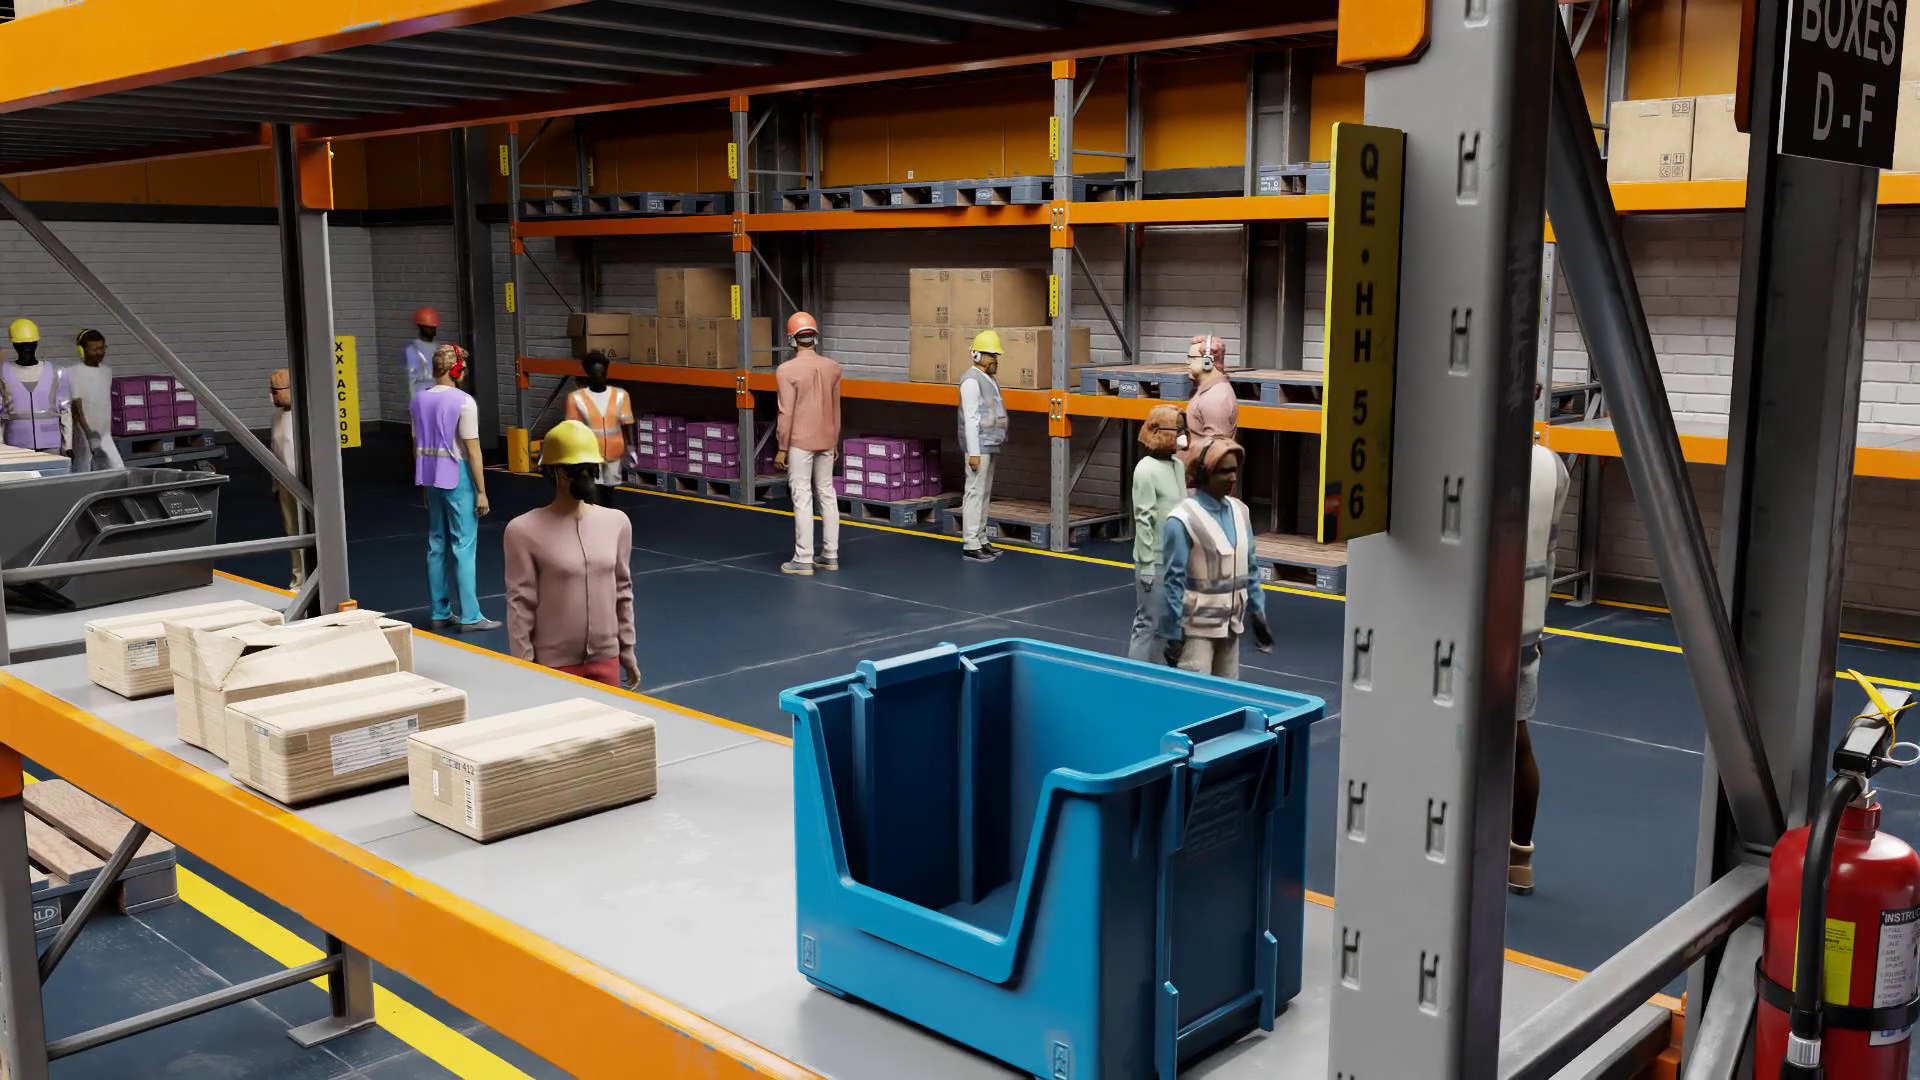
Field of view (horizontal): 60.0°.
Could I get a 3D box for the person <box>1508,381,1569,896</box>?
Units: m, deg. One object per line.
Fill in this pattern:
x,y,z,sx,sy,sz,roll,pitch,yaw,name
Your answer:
1.908,0.322,6.035,0.616,2.039,0.389,-8,12,-40,person

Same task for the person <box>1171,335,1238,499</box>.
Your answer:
1.520,-0.323,10.406,0.408,1.909,0.642,1,9,6,person

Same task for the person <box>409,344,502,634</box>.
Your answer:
-3.243,-0.318,10.576,0.563,1.839,0.389,5,11,30,person

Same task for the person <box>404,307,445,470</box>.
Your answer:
-5.554,-1.472,17.385,0.556,1.925,0.570,4,10,25,person

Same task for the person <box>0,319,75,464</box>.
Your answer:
-7.269,-0.765,13.046,0.587,1.928,0.363,-6,11,-35,person

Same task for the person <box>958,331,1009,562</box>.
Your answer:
0.190,-0.748,13.246,0.403,1.827,0.598,2,10,15,person

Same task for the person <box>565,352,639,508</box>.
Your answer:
-2.893,-0.691,13.440,0.537,1.637,0.919,-5,11,-28,person

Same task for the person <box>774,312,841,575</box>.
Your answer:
-1.167,-0.730,12.646,0.399,1.987,0.612,9,13,44,person

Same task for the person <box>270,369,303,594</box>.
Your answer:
-4.573,-0.358,11.455,0.503,1.631,0.283,7,11,35,person

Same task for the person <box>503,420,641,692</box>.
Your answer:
-1.415,0.443,6.128,0.523,1.772,0.302,-9,13,-43,person

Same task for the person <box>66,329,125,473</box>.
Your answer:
-7.128,-0.839,13.871,0.939,1.814,0.482,4,10,22,person

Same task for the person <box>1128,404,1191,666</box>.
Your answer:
1.036,0.121,8.515,0.281,1.634,0.498,5,11,28,person

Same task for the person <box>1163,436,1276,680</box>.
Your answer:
1.041,0.389,6.885,0.354,1.636,0.535,9,13,43,person
